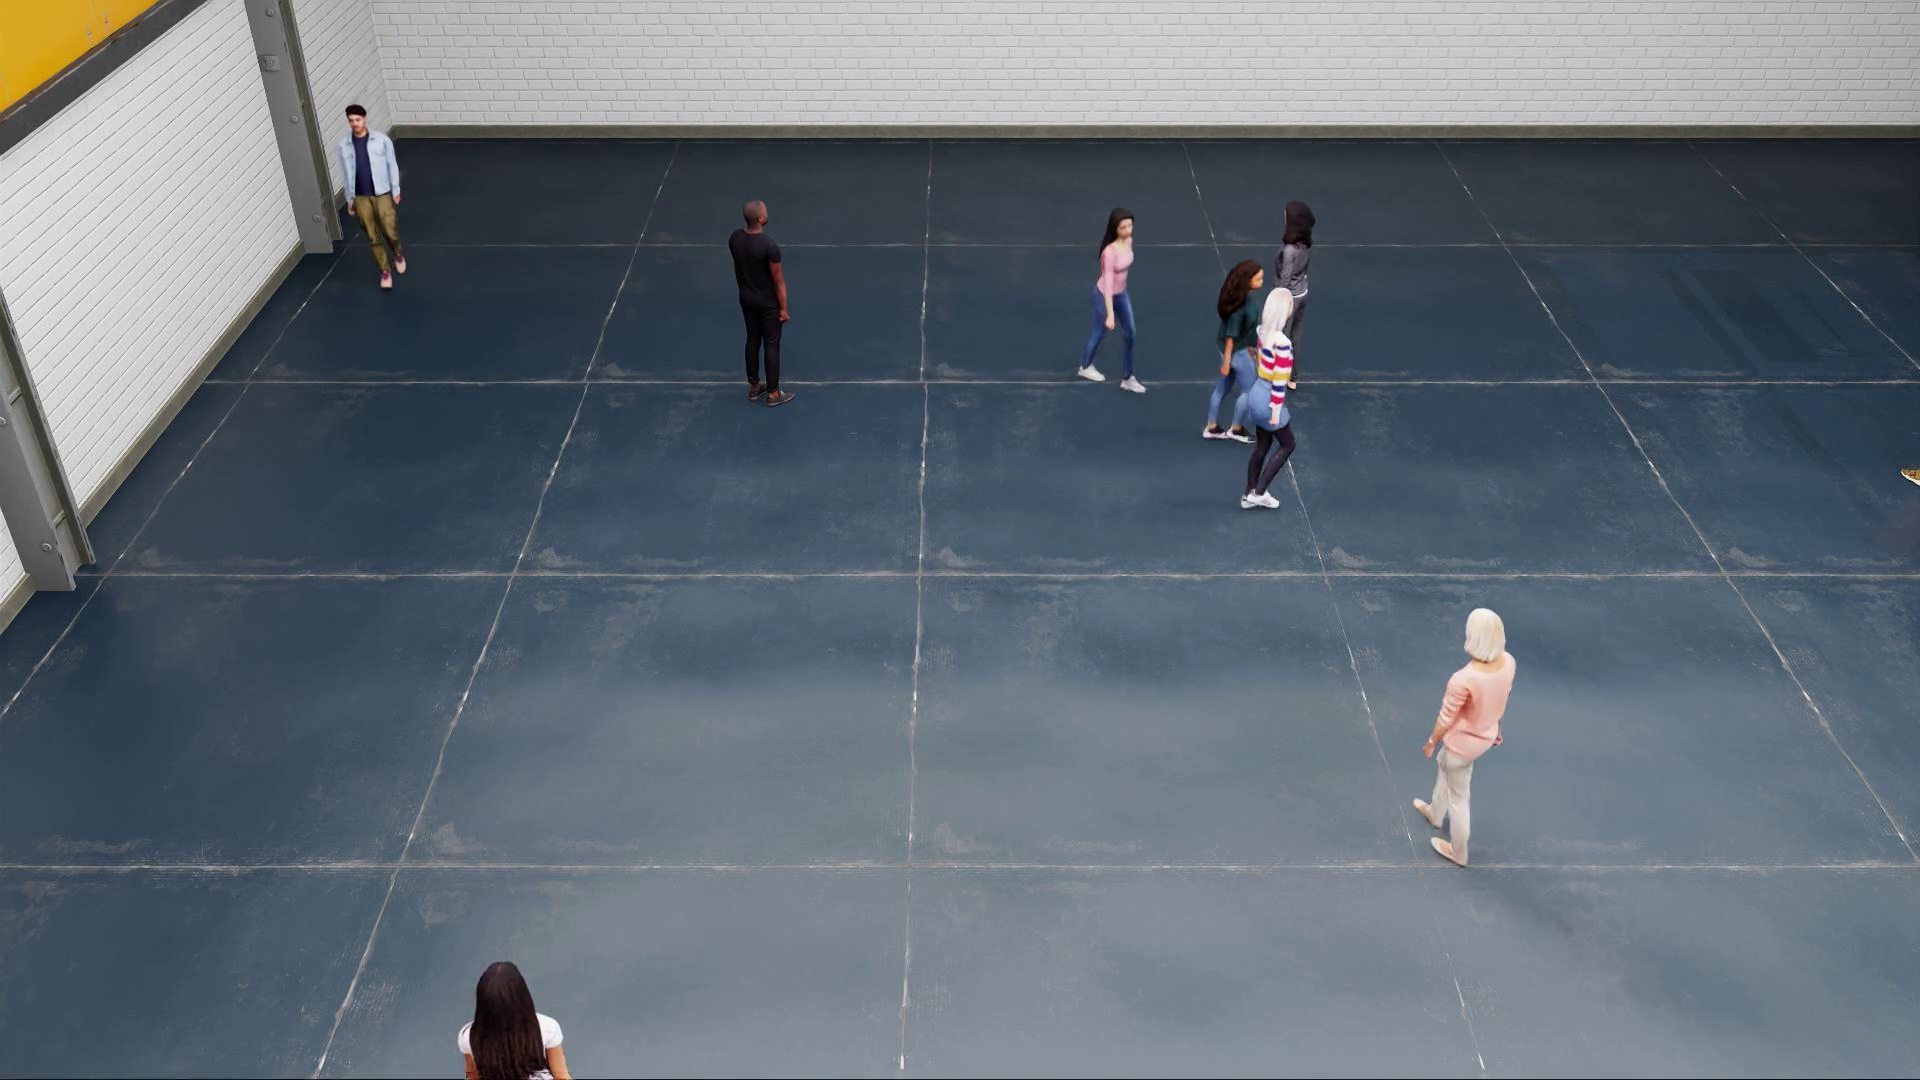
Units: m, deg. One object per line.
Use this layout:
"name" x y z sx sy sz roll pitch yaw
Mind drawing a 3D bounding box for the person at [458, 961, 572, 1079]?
"person" -1.872 2.576 7.205 0.731 1.743 1.096 -5 34 -7

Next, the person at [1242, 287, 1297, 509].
"person" 2.255 -1.033 12.600 0.816 1.781 0.611 -4 34 -6

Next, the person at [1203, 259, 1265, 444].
"person" 2.150 -1.532 13.518 0.684 1.596 0.633 4 34 6

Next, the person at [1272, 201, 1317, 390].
"person" 2.803 -2.037 14.126 0.733 1.764 0.649 24 40 31

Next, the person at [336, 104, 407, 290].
"person" -5.663 -3.332 16.044 0.737 1.799 0.778 -6 34 -8

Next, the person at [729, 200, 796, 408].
"person" -1.680 -1.996 14.014 0.751 1.820 0.762 21 39 28

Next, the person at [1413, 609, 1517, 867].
"person" 2.918 1.156 9.369 0.821 1.712 0.904 -20 39 -28

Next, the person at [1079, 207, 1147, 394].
"person" 1.254 -2.089 14.259 0.964 1.703 0.930 19 38 27
